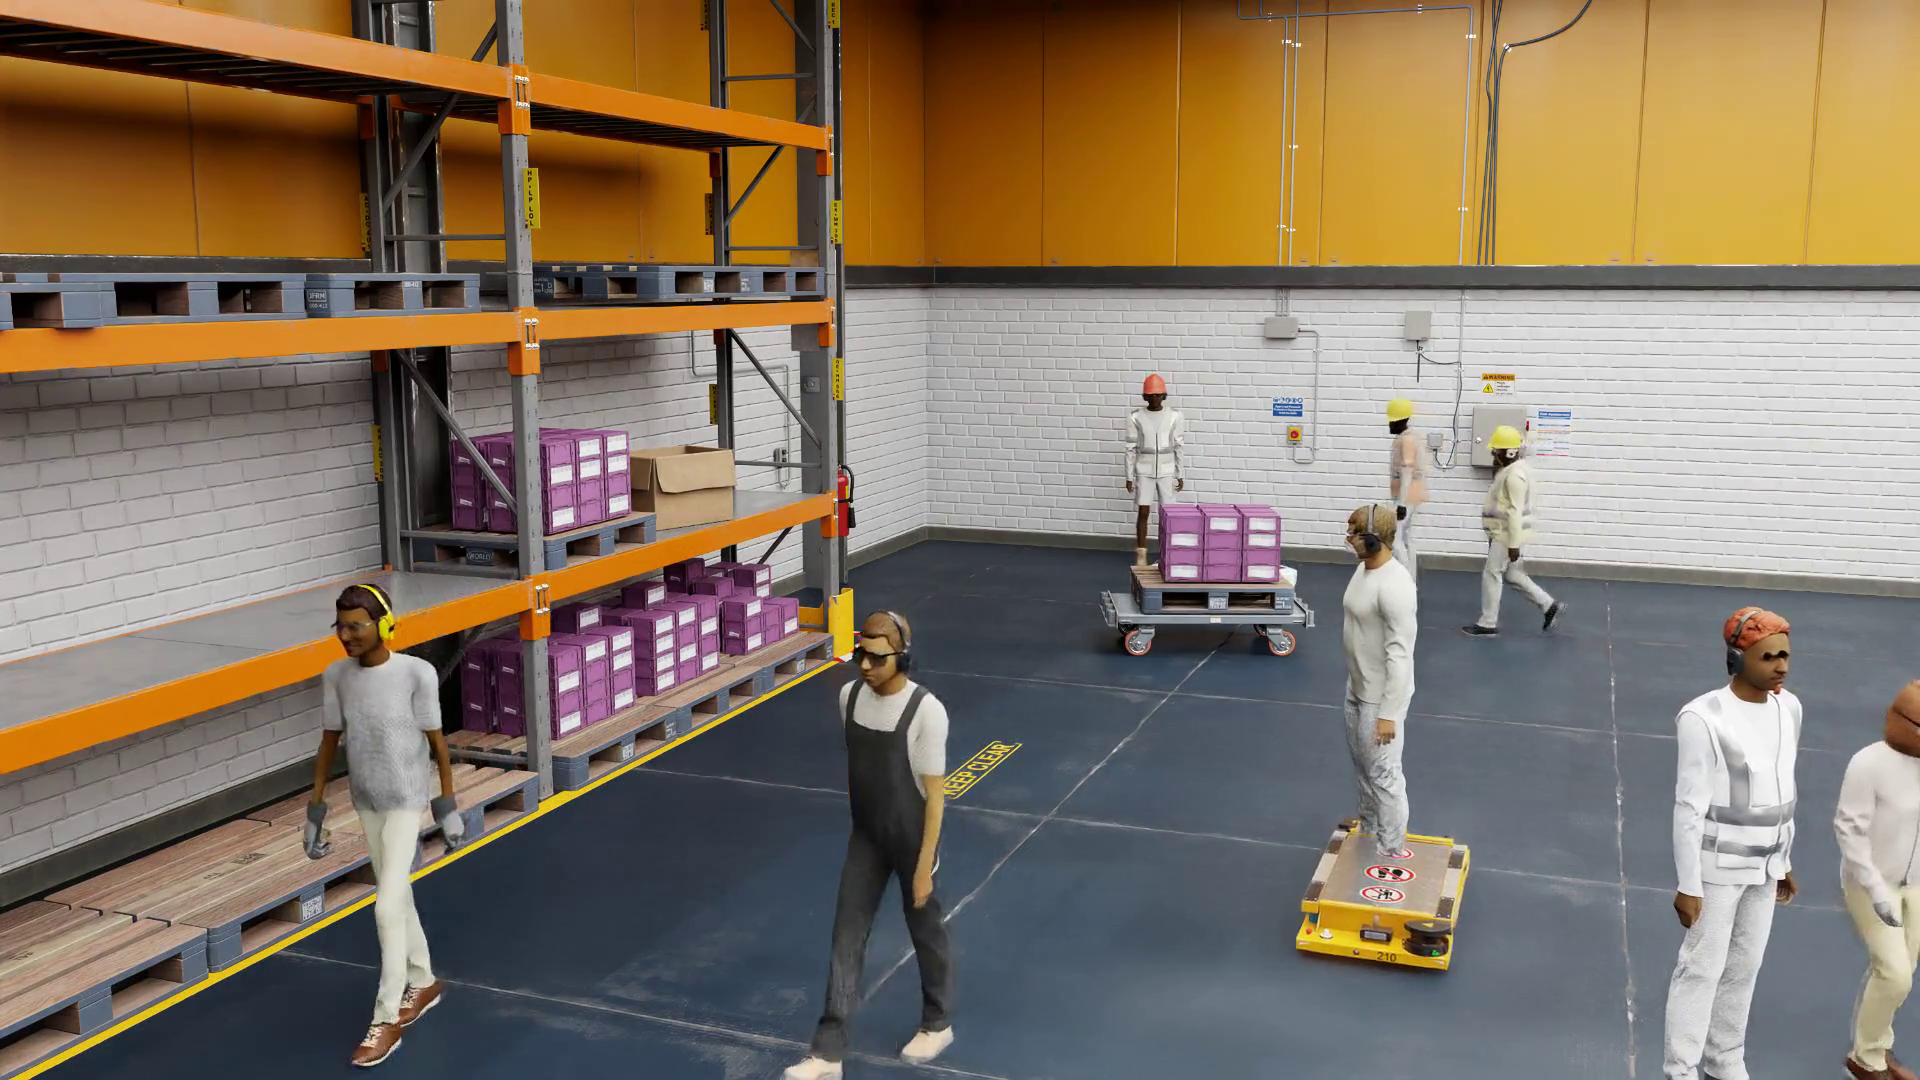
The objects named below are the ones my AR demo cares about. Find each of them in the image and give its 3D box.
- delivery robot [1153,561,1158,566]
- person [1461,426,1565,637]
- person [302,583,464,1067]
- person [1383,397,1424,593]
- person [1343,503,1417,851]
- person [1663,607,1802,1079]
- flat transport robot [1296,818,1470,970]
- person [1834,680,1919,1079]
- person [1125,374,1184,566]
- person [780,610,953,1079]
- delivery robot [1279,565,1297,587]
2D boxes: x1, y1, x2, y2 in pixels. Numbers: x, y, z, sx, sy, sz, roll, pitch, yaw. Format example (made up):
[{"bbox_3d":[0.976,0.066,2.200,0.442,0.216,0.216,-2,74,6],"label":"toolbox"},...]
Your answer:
[{"bbox_3d":[1.889,0.357,14.831,0.707,0.478,0.477,1,9,8],"label":"delivery robot"},{"bbox_3d":[4.636,-0.053,13.809,0.768,1.797,0.614,3,9,17],"label":"person"},{"bbox_3d":[-2.306,1.089,6.505,0.558,1.833,0.812,3,9,17],"label":"person"},{"bbox_3d":[4.177,-0.397,15.696,0.468,1.901,0.713,2,9,11],"label":"person"},{"bbox_3d":[2.031,0.778,8.164,0.377,1.936,0.628,0,9,-2],"label":"person"},{"bbox_3d":[2.746,1.165,5.889,0.586,1.882,0.340,-5,10,-29],"label":"person"},{"bbox_3d":[2.041,1.648,7.909,0.652,0.197,1.431,3,10,20],"label":"flat transport robot"},{"bbox_3d":[3.402,1.275,6.099,0.532,1.589,0.467,-3,9,-17],"label":"person"},{"bbox_3d":[2.001,-0.691,17.116,0.611,2.030,0.416,0,9,0],"label":"person"},{"bbox_3d":[-0.309,1.159,6.194,0.517,1.801,0.907,6,11,34],"label":"person"},{"bbox_3d":[2.629,0.361,14.806,0.707,0.478,0.477,-3,9,-17],"label":"delivery robot"}]
